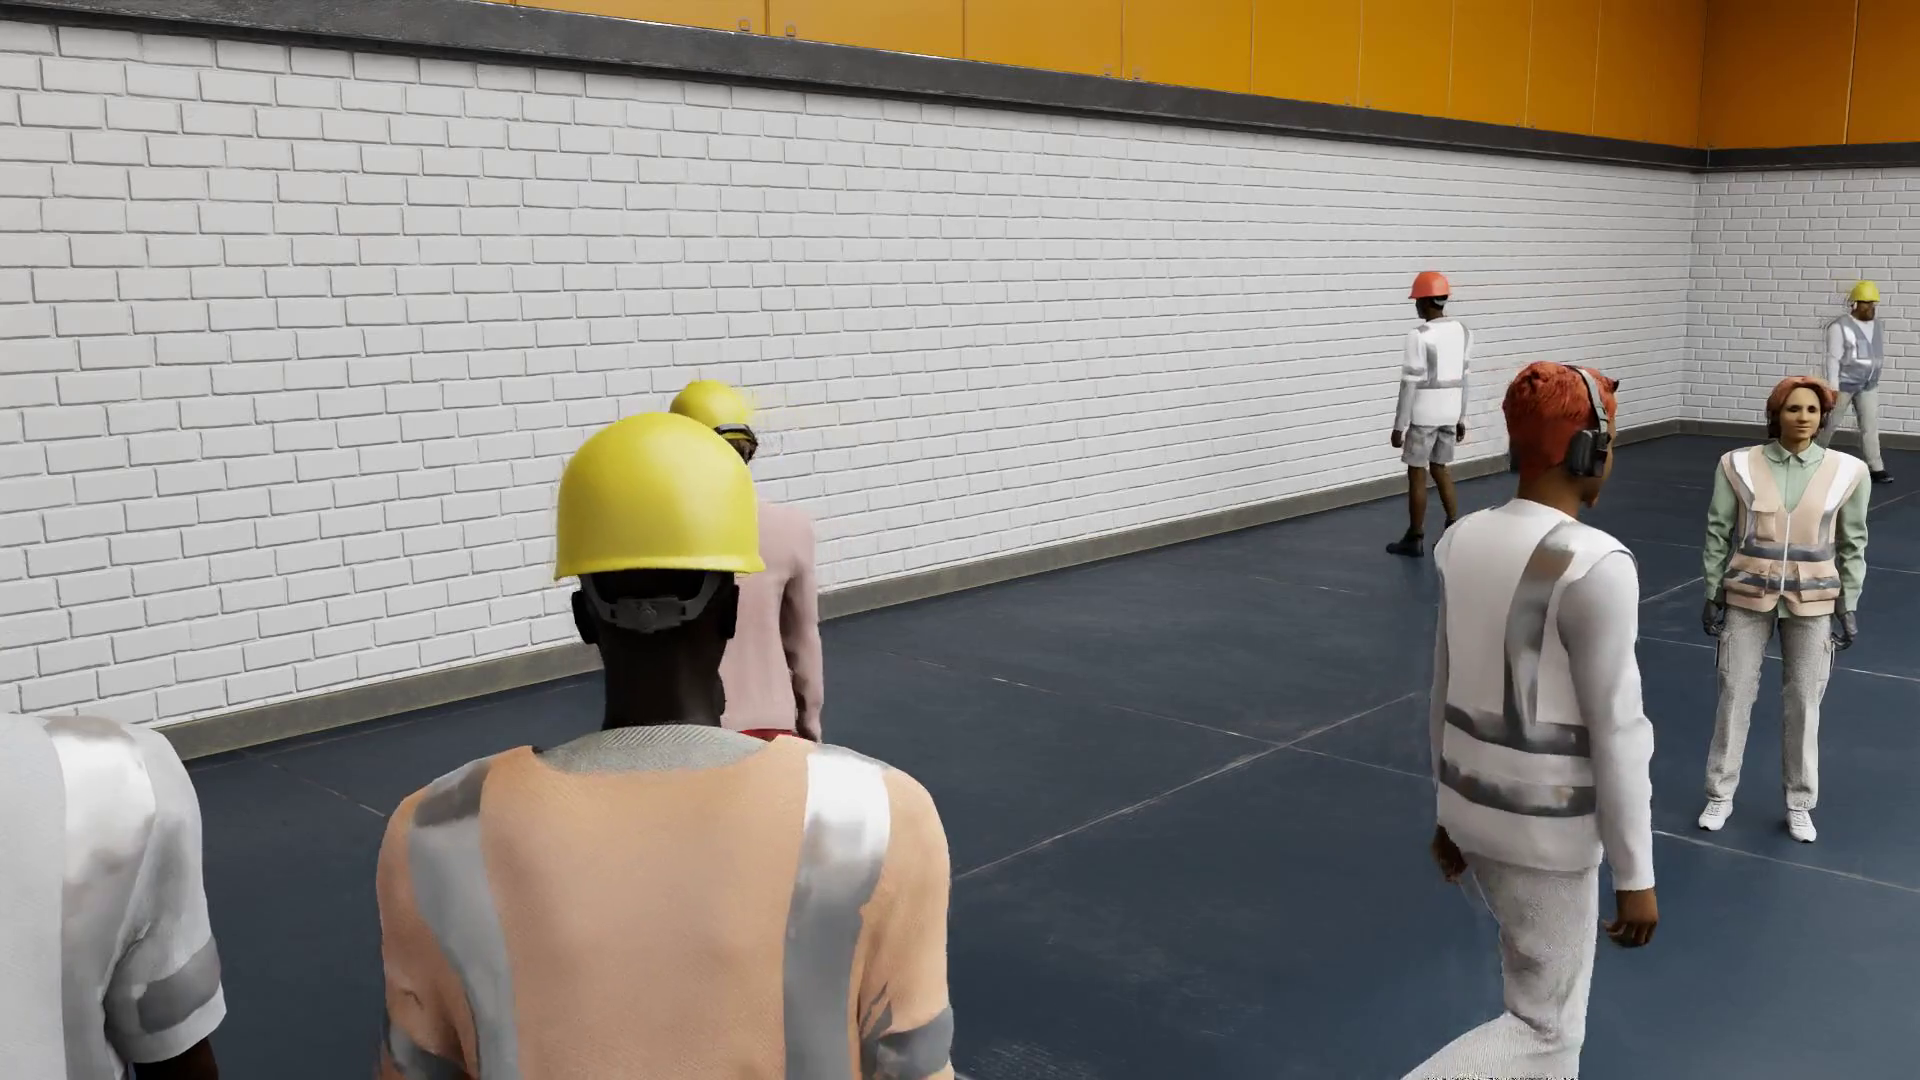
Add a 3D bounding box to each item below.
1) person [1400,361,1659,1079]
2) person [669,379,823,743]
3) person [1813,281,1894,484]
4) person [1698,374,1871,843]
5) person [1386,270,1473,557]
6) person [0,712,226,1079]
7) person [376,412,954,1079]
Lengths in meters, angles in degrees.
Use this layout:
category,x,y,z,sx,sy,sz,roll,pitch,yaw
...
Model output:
category,x,y,z,sx,sy,sz,roll,pitch,yaw
person,1.065,0.576,3.323,0.742,1.861,0.588,-2,10,-10
person,-0.655,0.462,4.281,0.546,1.739,0.705,-8,13,-38
person,8.003,-1.420,14.912,0.612,1.784,0.947,-2,10,-12
person,2.885,0.237,5.860,0.519,1.645,0.307,5,11,24
person,3.146,-0.835,11.149,0.579,1.932,0.398,-6,11,-29
person,-1.040,0.812,1.674,0.613,1.962,0.364,-10,14,-44
person,-0.319,0.799,1.919,0.605,1.897,0.776,-1,10,-4
